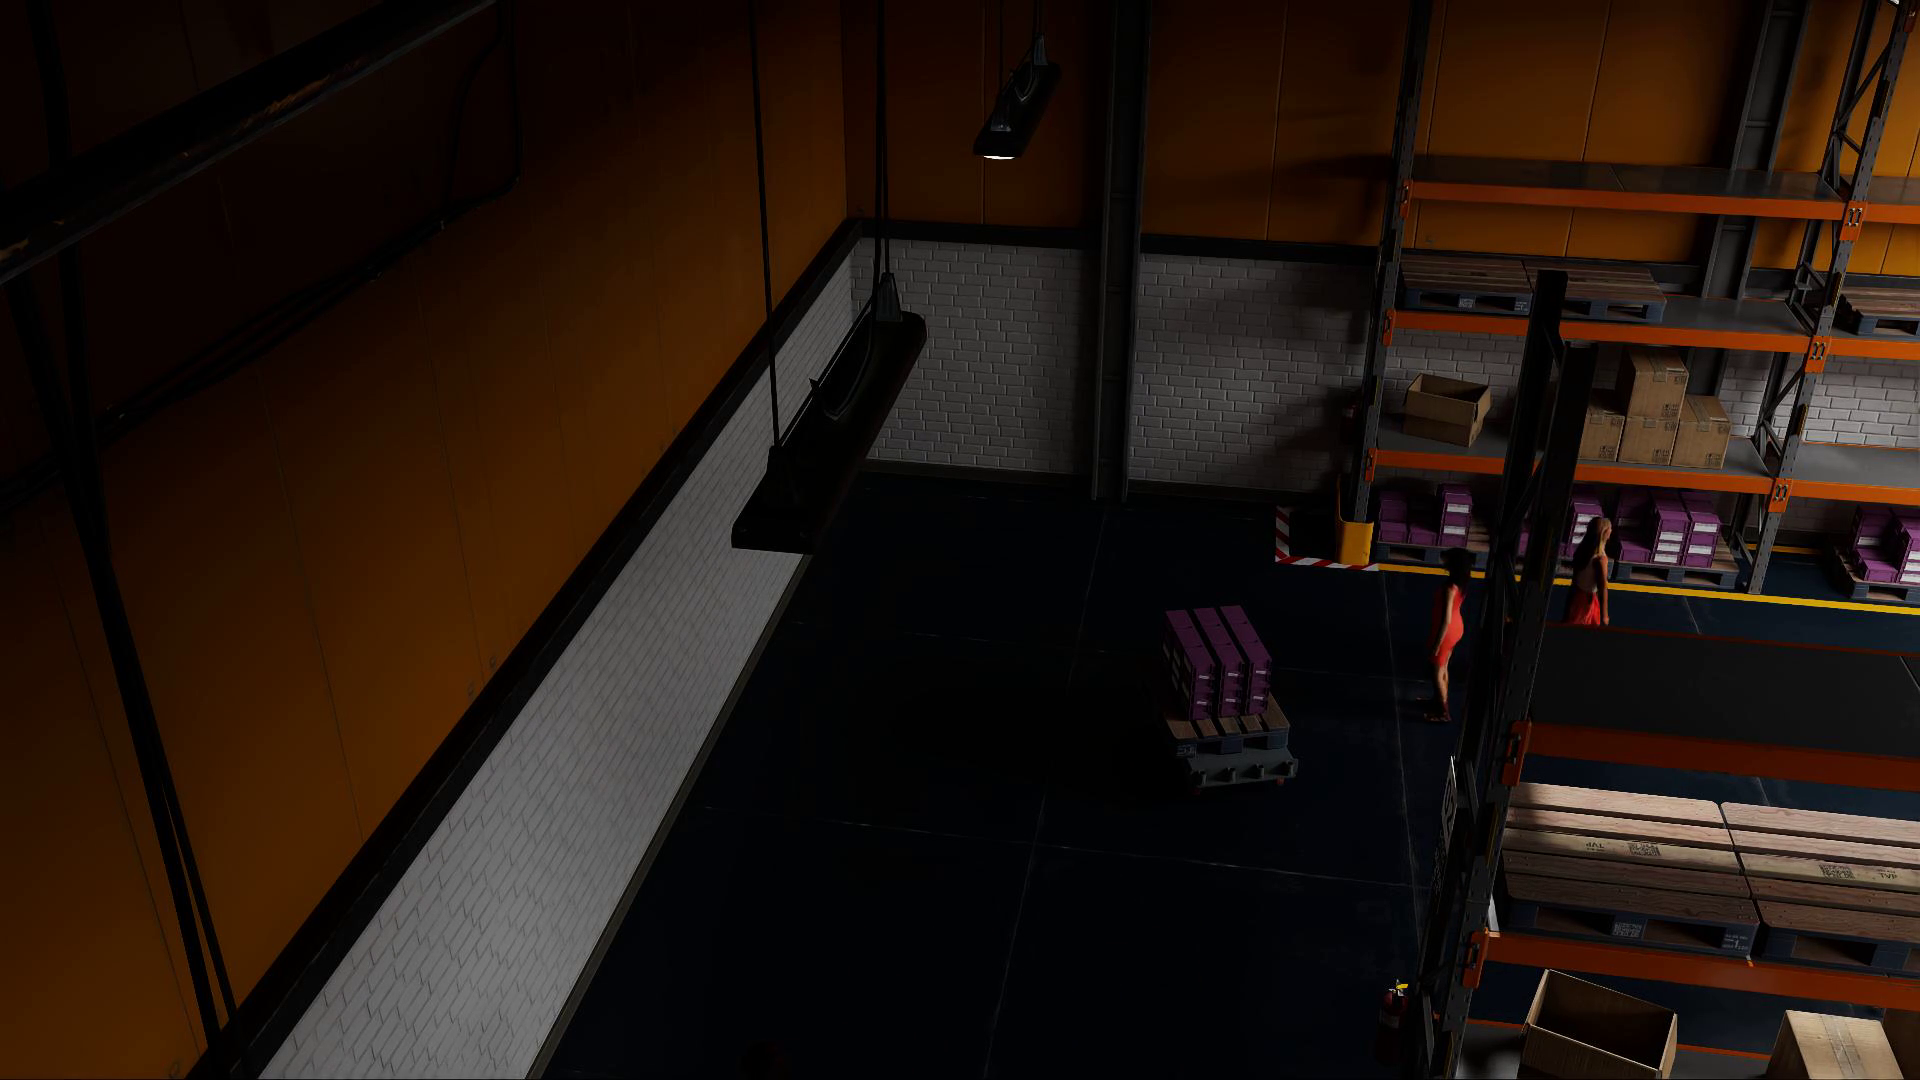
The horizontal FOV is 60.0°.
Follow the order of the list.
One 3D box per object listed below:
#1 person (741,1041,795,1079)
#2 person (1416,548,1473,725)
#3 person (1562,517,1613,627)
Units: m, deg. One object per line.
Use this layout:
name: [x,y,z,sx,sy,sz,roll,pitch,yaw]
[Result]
person: [-0.965,3.569,9.632,1.085,1.752,0.946,-13,31,-23]
person: [4.288,0.832,14.674,0.744,1.731,0.704,16,32,26]
person: [5.520,0.600,15.039,0.828,1.788,0.682,1,29,2]
